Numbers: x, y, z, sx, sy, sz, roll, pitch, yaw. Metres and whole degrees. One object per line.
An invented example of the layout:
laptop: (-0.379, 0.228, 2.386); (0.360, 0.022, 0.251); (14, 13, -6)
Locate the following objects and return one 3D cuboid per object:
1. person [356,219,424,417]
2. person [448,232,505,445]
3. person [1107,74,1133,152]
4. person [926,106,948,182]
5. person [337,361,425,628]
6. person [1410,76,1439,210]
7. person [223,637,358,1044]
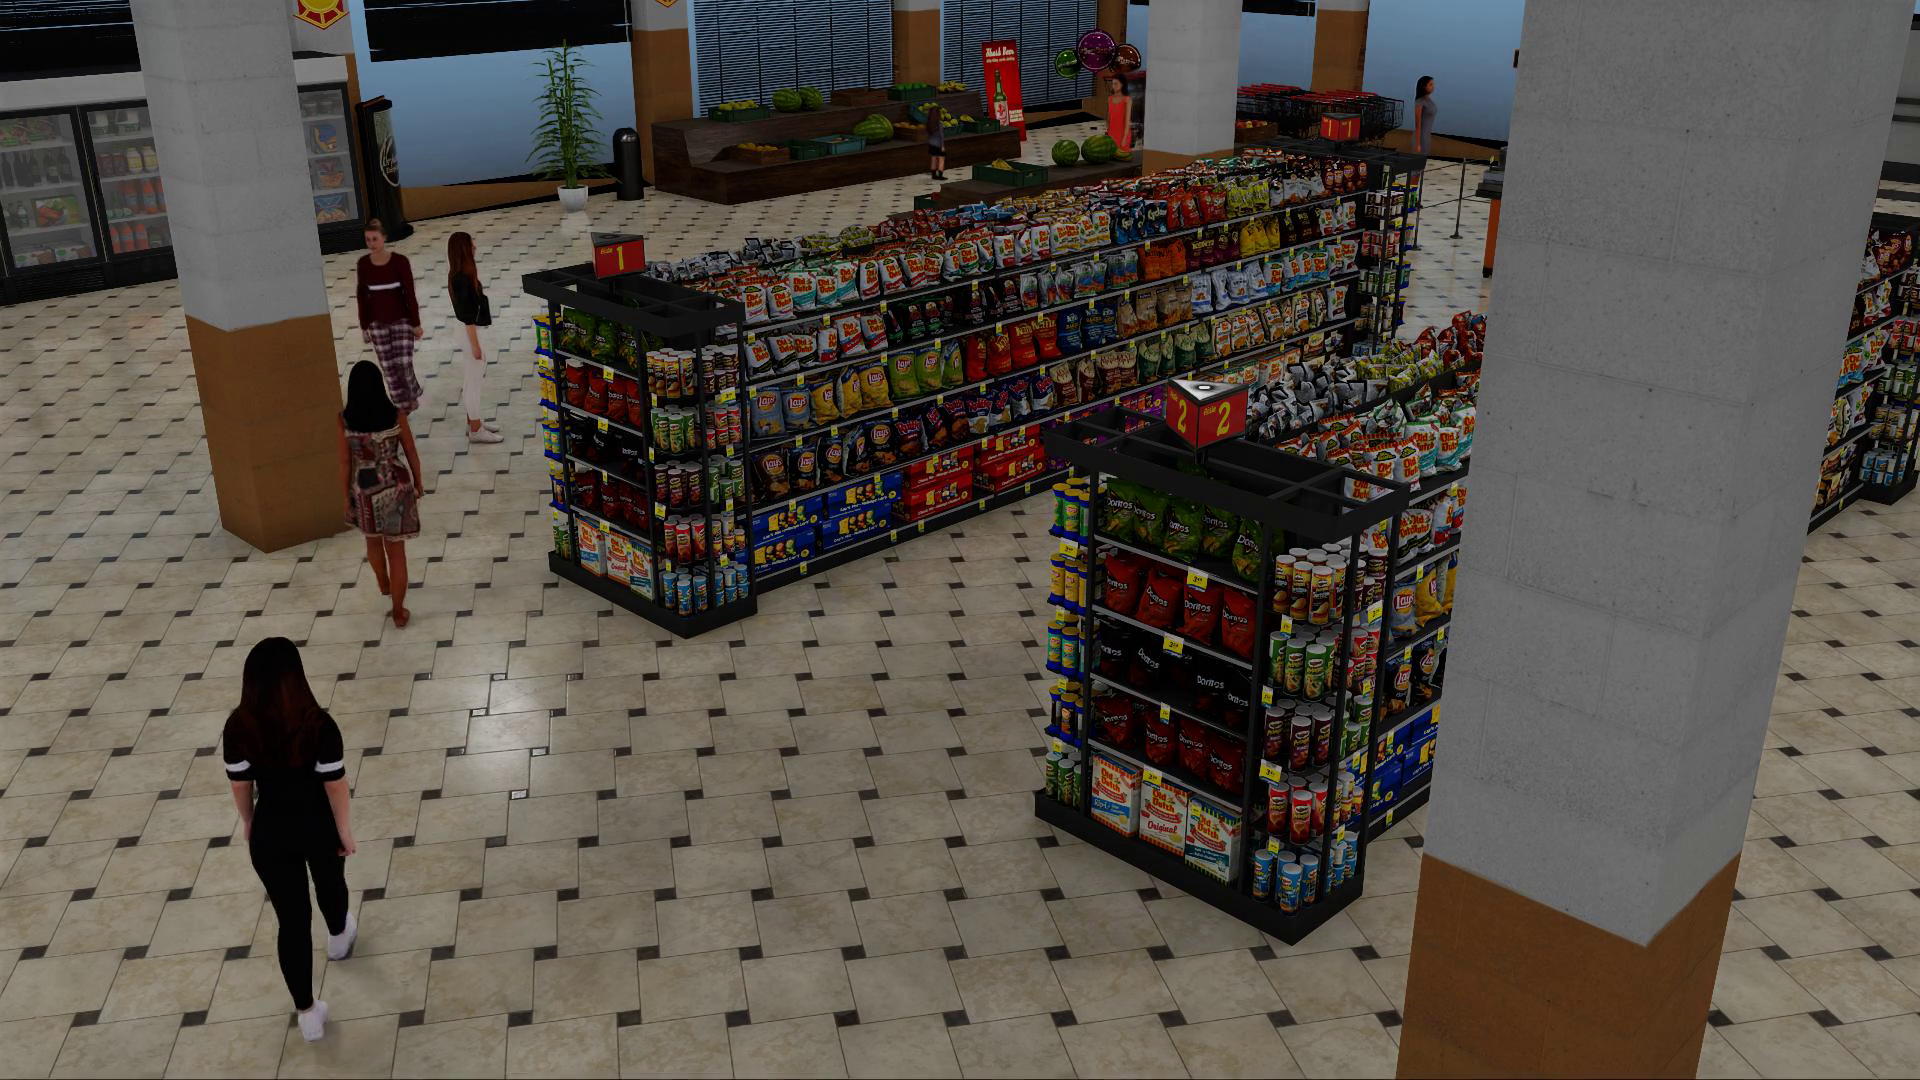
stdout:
person: (-4.734, -1.836, 13.903); (0.781, 1.690, 0.846); (-1, 22, -3)
person: (-3.943, -1.638, 13.391); (0.661, 1.704, 0.679); (-8, 23, -19)
person: (2.306, -5.710, 23.541); (0.665, 1.693, 0.950); (16, 27, 35)
person: (-0.383, -5.923, 24.865); (0.465, 1.100, 0.493); (-19, 29, -39)
person: (-3.503, -0.249, 10.046); (1.002, 1.621, 0.990); (-6, 23, -14)
person: (6.284, -5.411, 22.699); (0.692, 1.765, 0.523); (14, 26, 31)
person: (-2.610, 1.190, 6.501); (1.104, 1.593, 1.060); (-3, 22, -9)
